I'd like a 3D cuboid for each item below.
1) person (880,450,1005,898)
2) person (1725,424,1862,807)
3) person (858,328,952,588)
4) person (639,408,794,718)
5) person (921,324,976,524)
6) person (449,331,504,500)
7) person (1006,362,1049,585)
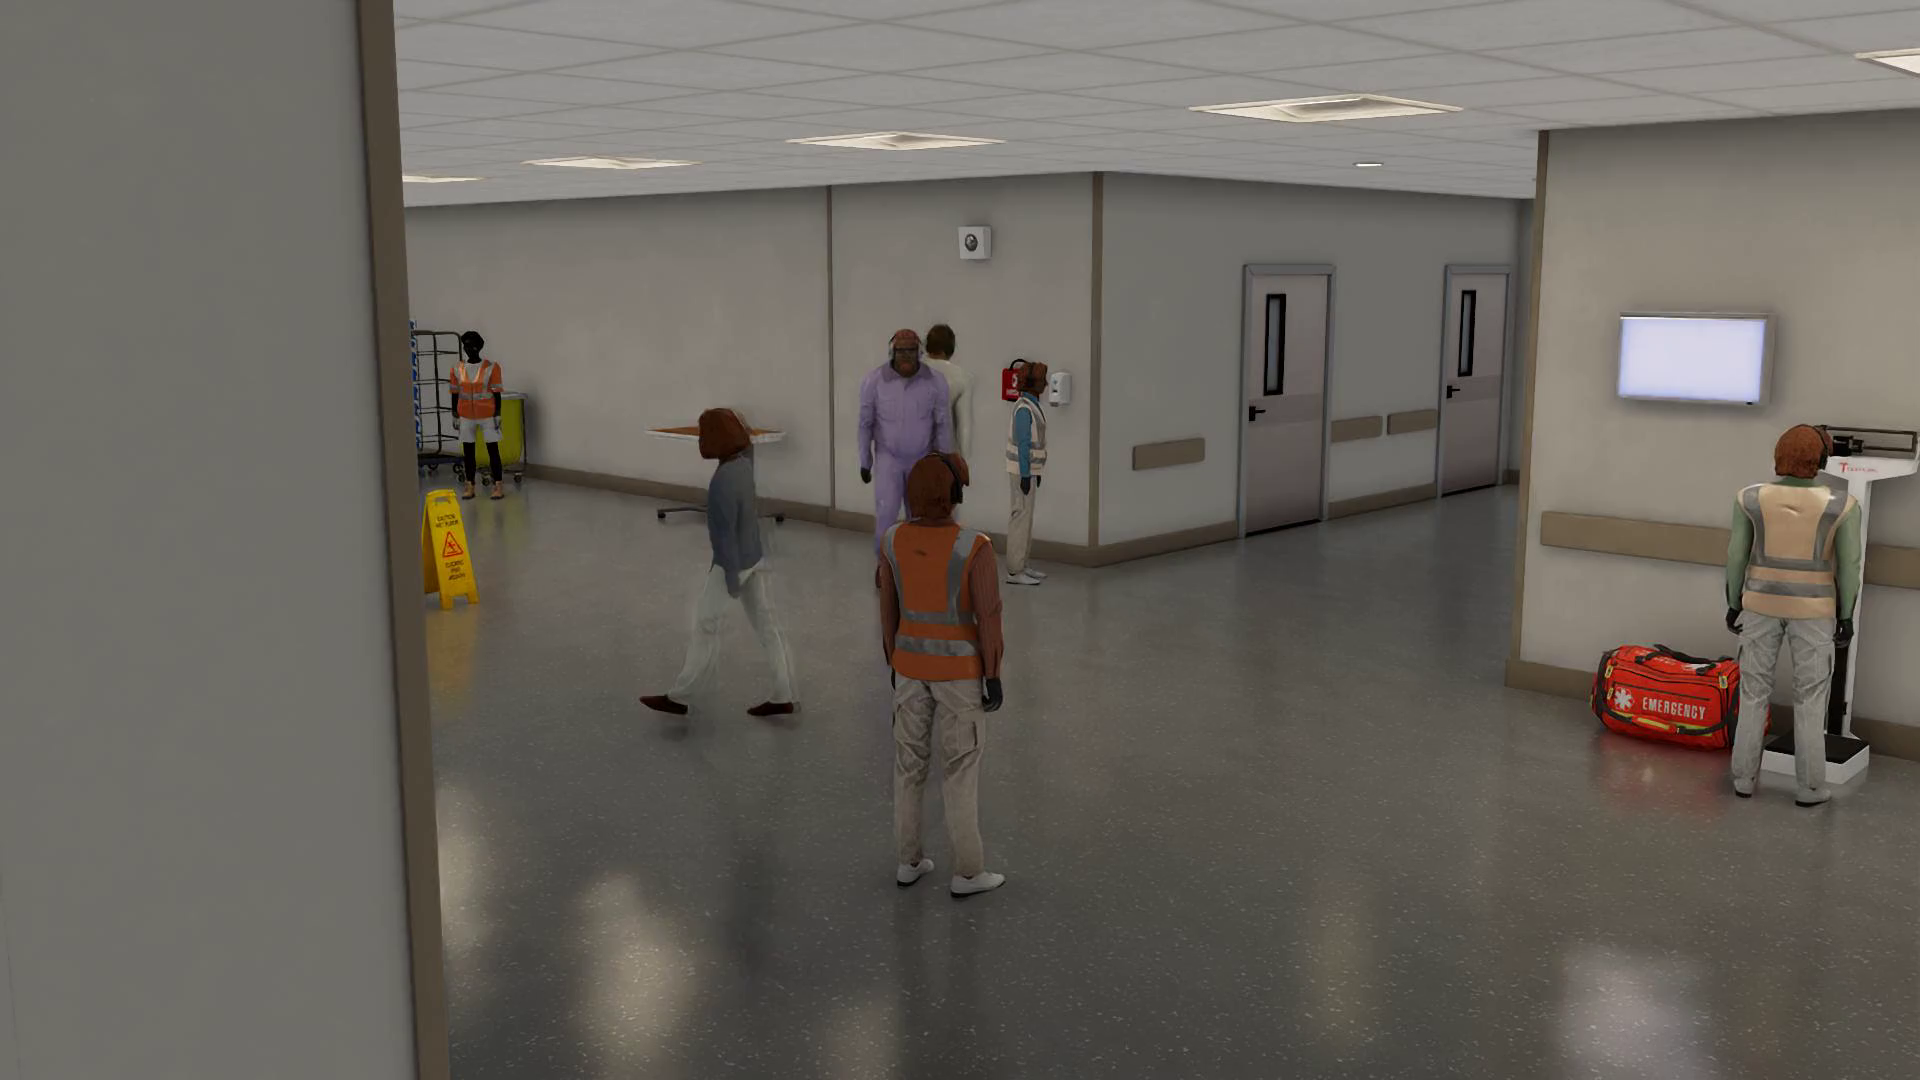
[{"bbox_3d":[-0.070,0.493,6.106,0.514,1.645,0.307,6,11,32],"label":"person"},{"bbox_3d":[3.569,0.323,7.161,0.522,1.638,0.311,7,11,36],"label":"person"},{"bbox_3d":[-0.397,-0.572,11.926,0.653,1.881,0.495,-2,9,-11],"label":"person"},{"bbox_3d":[-1.234,0.133,8.466,0.825,1.597,0.520,2,9,11],"label":"person"},{"bbox_3d":[-0.169,-0.640,12.328,0.657,1.913,0.844,3,10,17],"label":"person"},{"bbox_3d":[-4.812,-1.237,16.580,0.536,1.690,0.322,0,9,0],"label":"person"},{"bbox_3d":[0.491,-0.487,12.159,0.319,1.628,0.508,1,9,9],"label":"person"}]
